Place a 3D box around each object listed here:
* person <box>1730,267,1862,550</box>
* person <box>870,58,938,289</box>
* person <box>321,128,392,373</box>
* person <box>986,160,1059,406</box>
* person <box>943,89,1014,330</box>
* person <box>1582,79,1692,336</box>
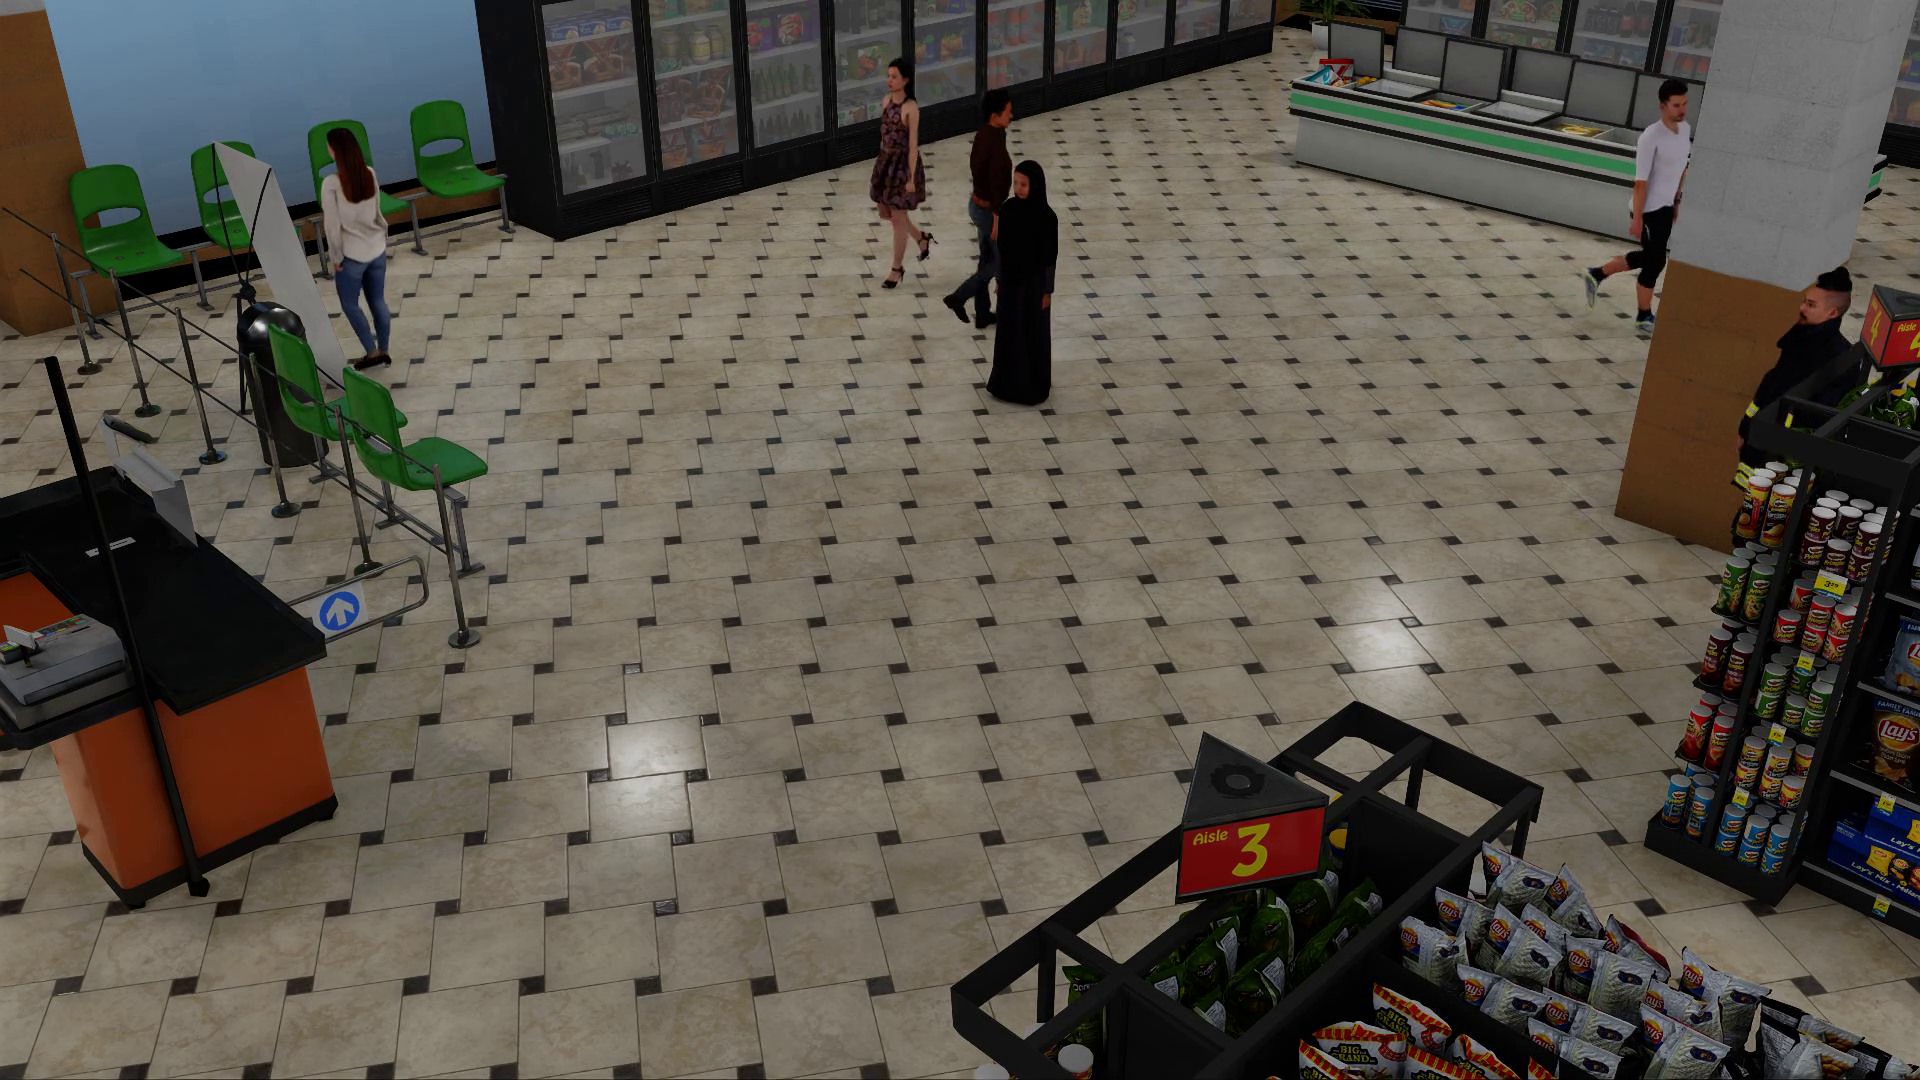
[{"bbox_3d":[4.264,-0.465,8.361,0.952,1.853,0.903,1,29,3],"label":"person"},{"bbox_3d":[-0.411,-2.799,12.727,0.728,1.765,0.754,-22,35,-34],"label":"person"},{"bbox_3d":[-4.006,-1.928,11.208,0.670,1.691,0.645,22,36,35],"label":"person"},{"bbox_3d":[0.427,-1.685,10.844,0.574,1.614,0.698,19,34,30],"label":"person"},{"bbox_3d":[0.136,-2.307,11.826,0.954,1.765,0.882,-8,30,-15],"label":"person"},{"bbox_3d":[4.902,-2.397,11.930,0.736,1.824,1.032,-23,36,-35],"label":"person"}]
